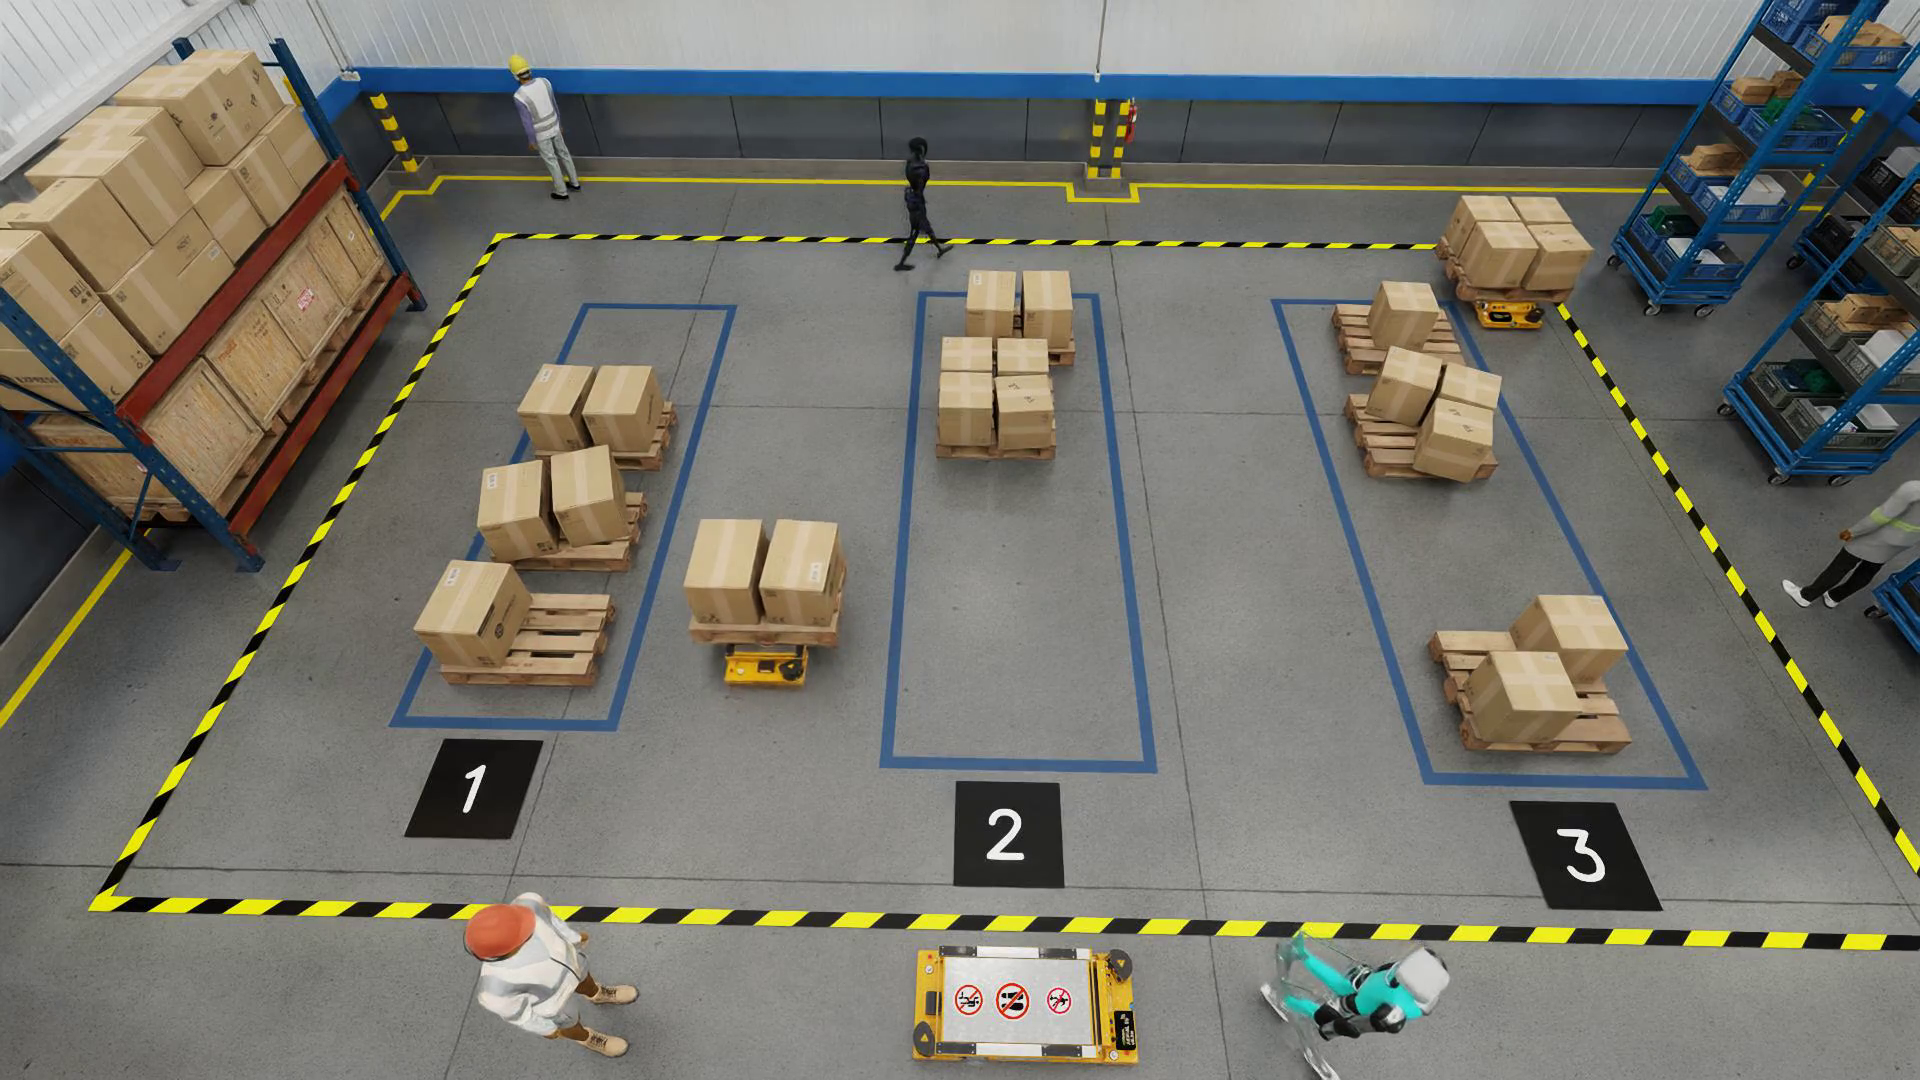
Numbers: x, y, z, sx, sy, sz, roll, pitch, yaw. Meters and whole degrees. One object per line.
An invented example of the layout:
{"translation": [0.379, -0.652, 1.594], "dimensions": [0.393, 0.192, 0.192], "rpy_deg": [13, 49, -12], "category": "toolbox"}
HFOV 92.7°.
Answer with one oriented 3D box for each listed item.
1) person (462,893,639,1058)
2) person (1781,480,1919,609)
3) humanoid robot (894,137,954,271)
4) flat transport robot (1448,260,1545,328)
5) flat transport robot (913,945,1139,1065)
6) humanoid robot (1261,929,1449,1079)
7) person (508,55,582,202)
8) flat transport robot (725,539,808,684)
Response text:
{"translation": [-2.323, 2.524, 5.282], "dimensions": [0.365, 2.048, 0.606], "rpy_deg": [0, 51, 0], "category": "person"}
{"translation": [7.617, -0.074, 7.525], "dimensions": [0.589, 1.852, 0.379], "rpy_deg": [4, 51, 3], "category": "person"}
{"translation": [-0.442, -3.958, 10.827], "dimensions": [0.789, 1.620, 0.616], "rpy_deg": [-8, 51, -7], "category": "humanoid robot"}
{"translation": [6.391, -3.060, 10.962], "dimensions": [0.652, 0.197, 1.431], "rpy_deg": [1, 51, 1], "category": "flat transport robot"}
{"translation": [0.422, 3.041, 6.007], "dimensions": [1.431, 0.231, 0.659], "rpy_deg": [1, 51, 1], "category": "flat transport robot"}
{"translation": [2.178, 2.611, 5.403], "dimensions": [0.539, 1.753, 0.898], "rpy_deg": [-33, 58, -24], "category": "humanoid robot"}
{"translation": [-5.350, -5.265, 11.774], "dimensions": [0.404, 1.824, 0.586], "rpy_deg": [21, 54, 16], "category": "person"}
{"translation": [-1.606, 0.587, 7.989], "dimensions": [0.652, 0.197, 1.431], "rpy_deg": [1, 51, 1], "category": "flat transport robot"}
